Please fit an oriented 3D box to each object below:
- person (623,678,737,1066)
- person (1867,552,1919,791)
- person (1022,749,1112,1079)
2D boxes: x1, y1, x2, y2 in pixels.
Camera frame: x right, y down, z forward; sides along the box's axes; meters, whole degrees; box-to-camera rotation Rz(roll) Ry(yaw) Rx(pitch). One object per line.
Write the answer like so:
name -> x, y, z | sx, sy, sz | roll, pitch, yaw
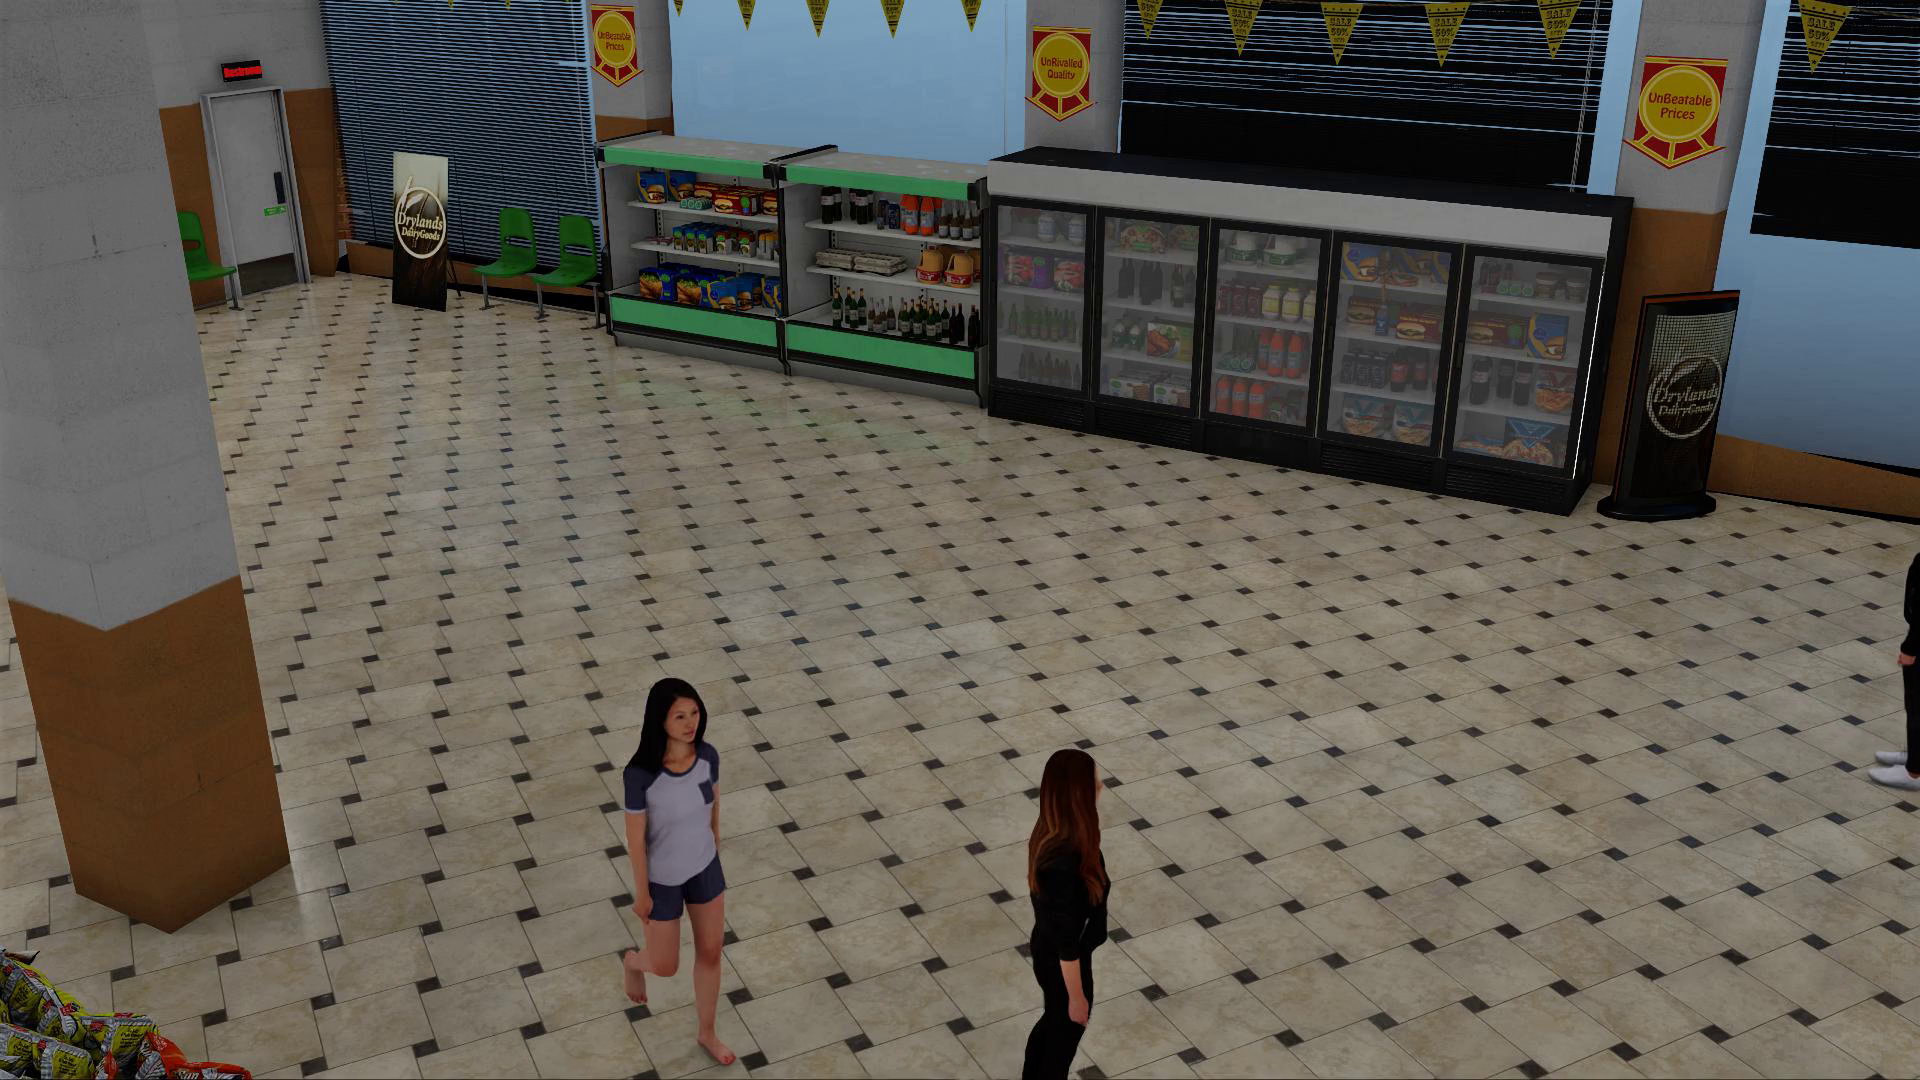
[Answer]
person -> -1.184, 1.319, 6.755 | 0.761, 1.695, 0.942 | -19, 29, -40
person -> 5.147, 0.522, 8.756 | 0.612, 1.683, 0.660 | 19, 29, 40
person -> 0.349, 1.537, 6.181 | 0.755, 1.719, 0.718 | 0, 22, 1
